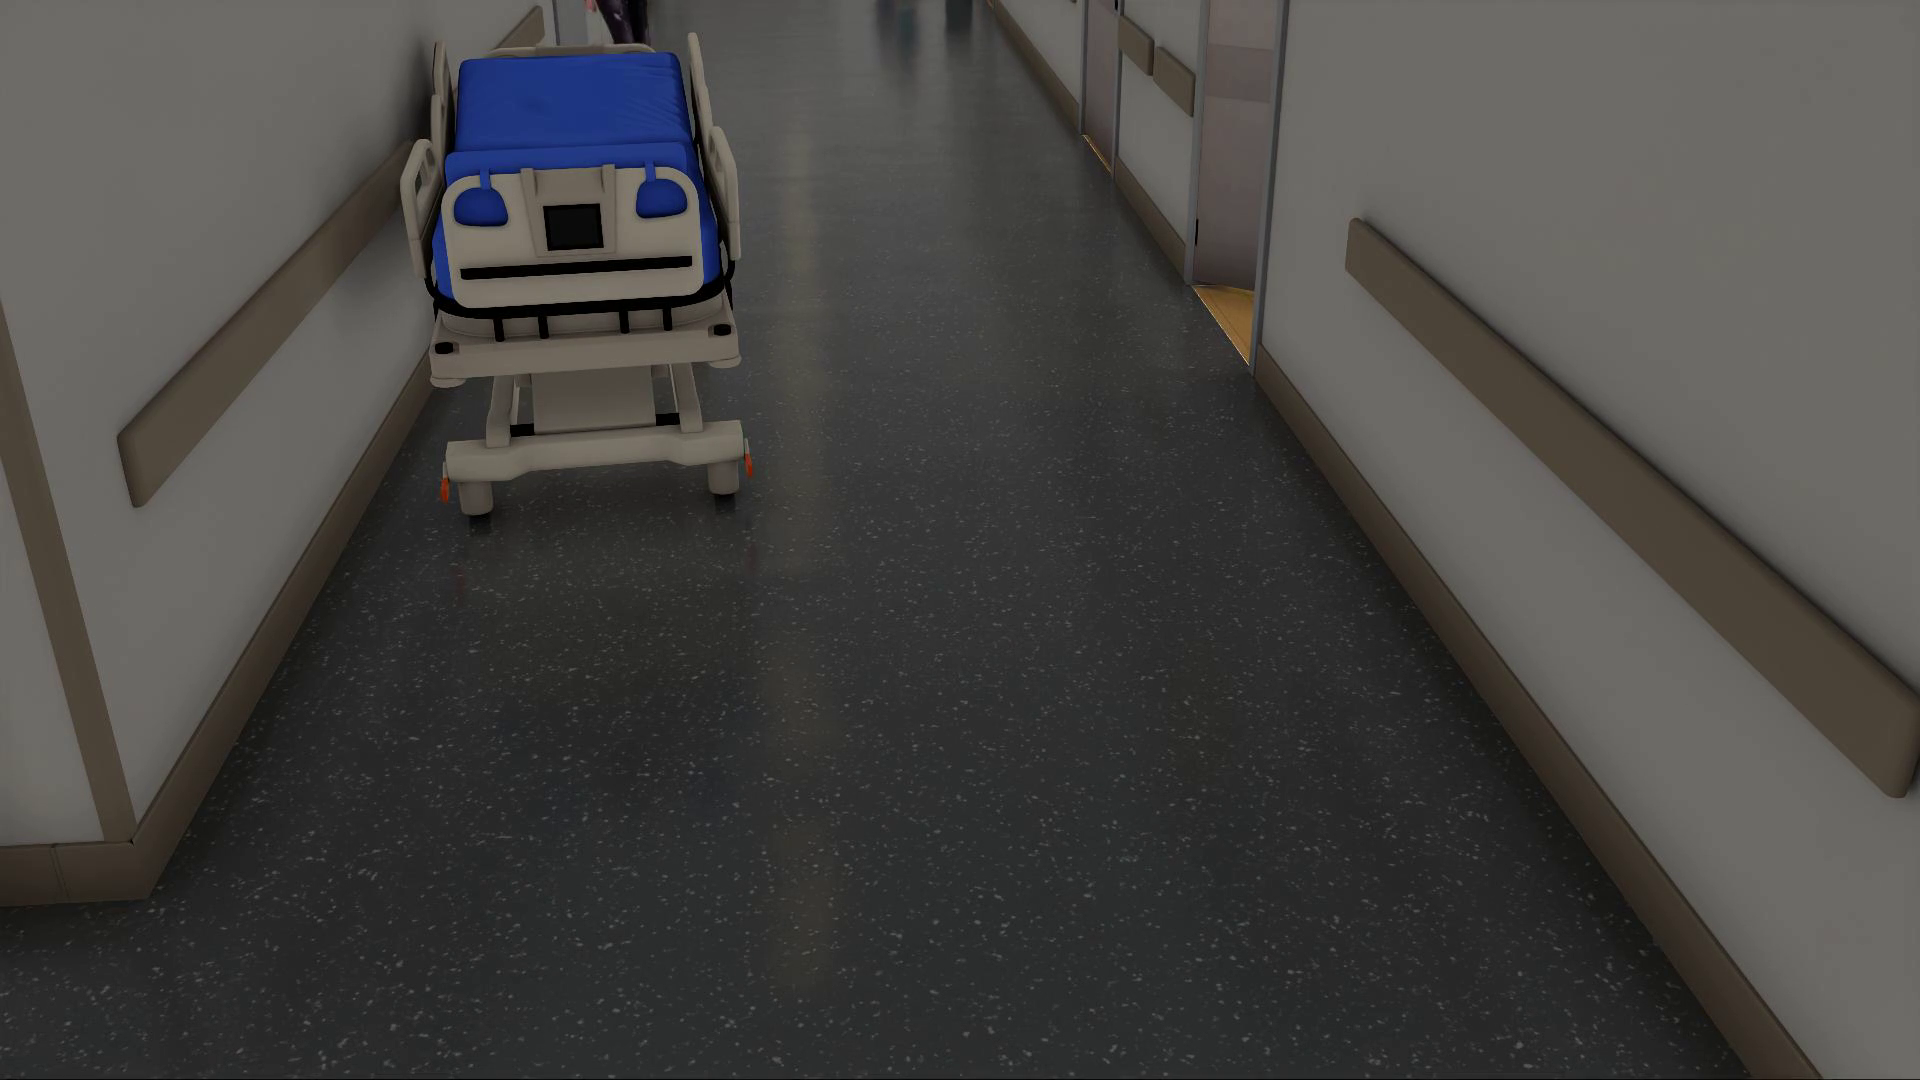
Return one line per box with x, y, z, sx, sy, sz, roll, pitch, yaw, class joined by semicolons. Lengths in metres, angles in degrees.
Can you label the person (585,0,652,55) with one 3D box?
-2.355;-3.732;11.333;1.146;1.797;1.141;-23;34;-39;person
